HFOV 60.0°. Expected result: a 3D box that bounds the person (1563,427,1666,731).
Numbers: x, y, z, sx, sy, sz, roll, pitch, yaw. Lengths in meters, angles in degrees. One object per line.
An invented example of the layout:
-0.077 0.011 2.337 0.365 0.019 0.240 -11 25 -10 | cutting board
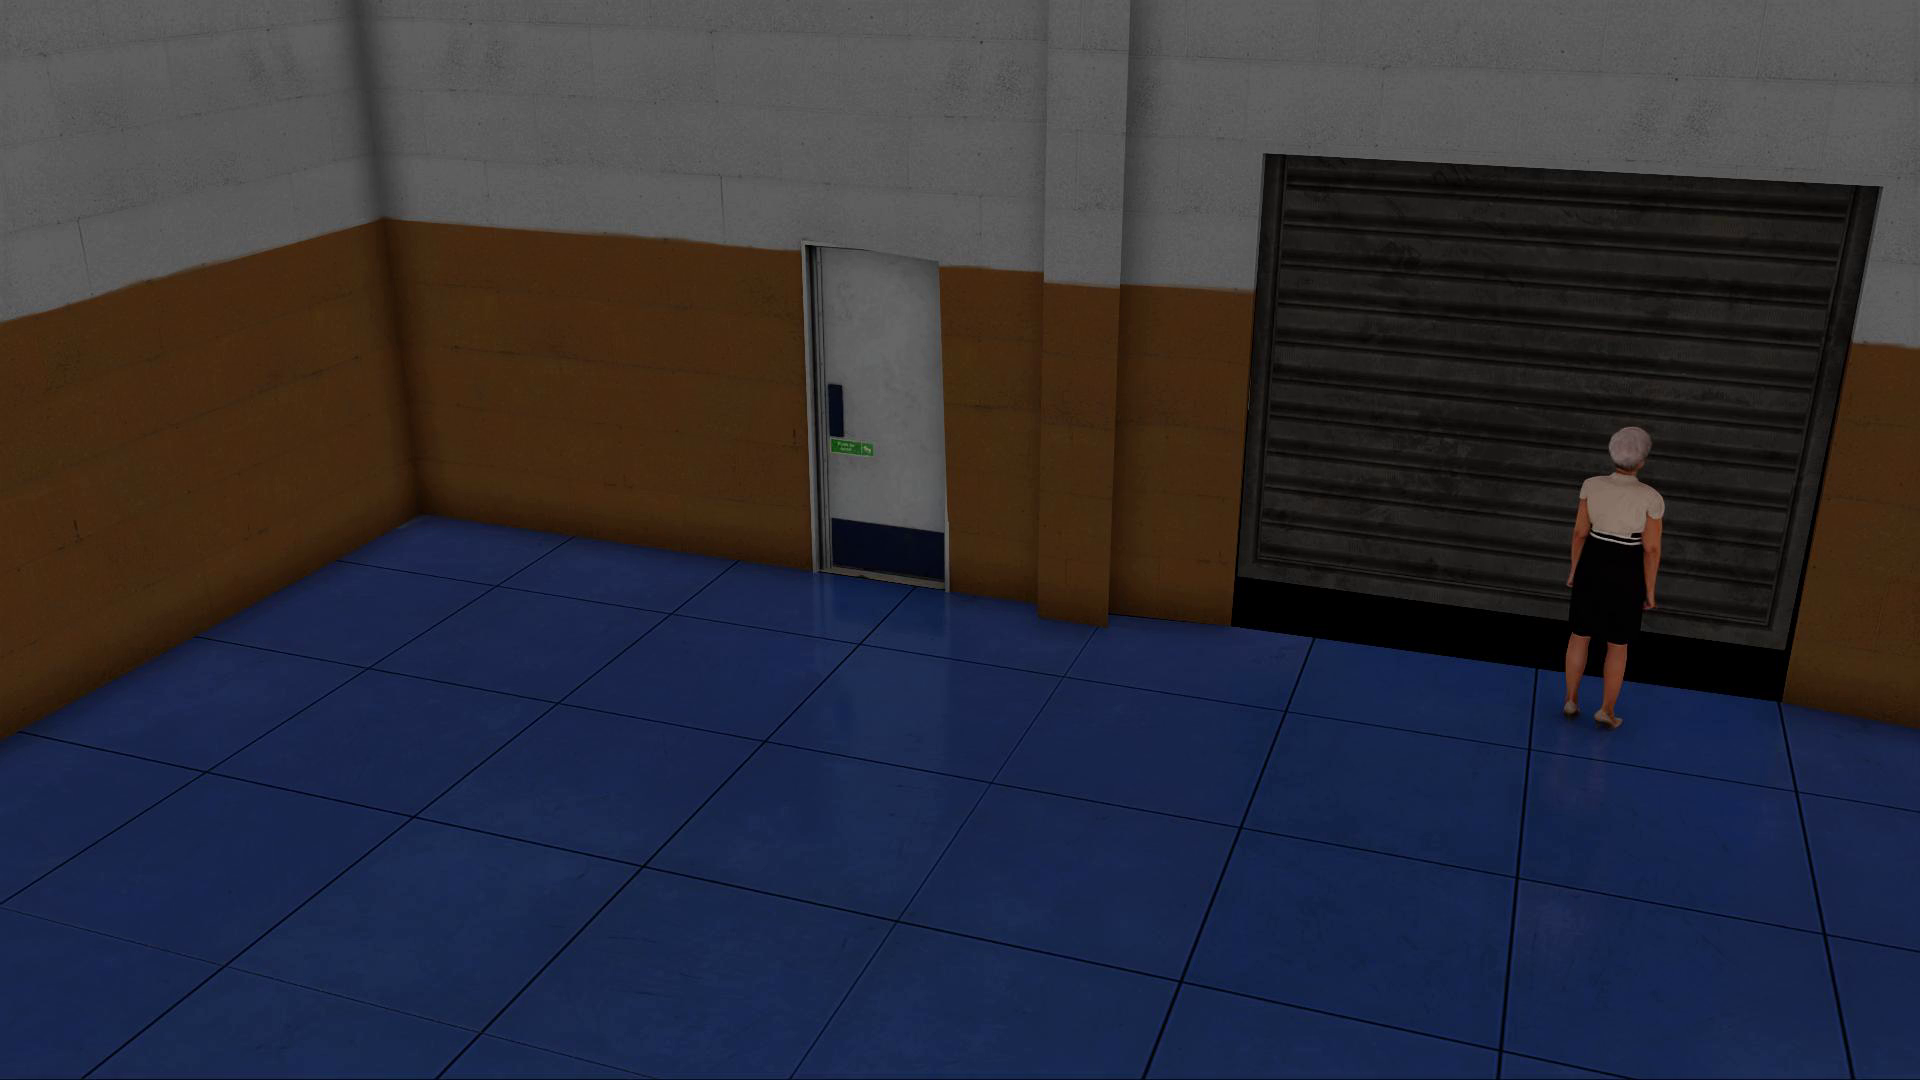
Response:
3.556 0.225 9.107 0.590 1.754 0.762 17 28 36 | person
